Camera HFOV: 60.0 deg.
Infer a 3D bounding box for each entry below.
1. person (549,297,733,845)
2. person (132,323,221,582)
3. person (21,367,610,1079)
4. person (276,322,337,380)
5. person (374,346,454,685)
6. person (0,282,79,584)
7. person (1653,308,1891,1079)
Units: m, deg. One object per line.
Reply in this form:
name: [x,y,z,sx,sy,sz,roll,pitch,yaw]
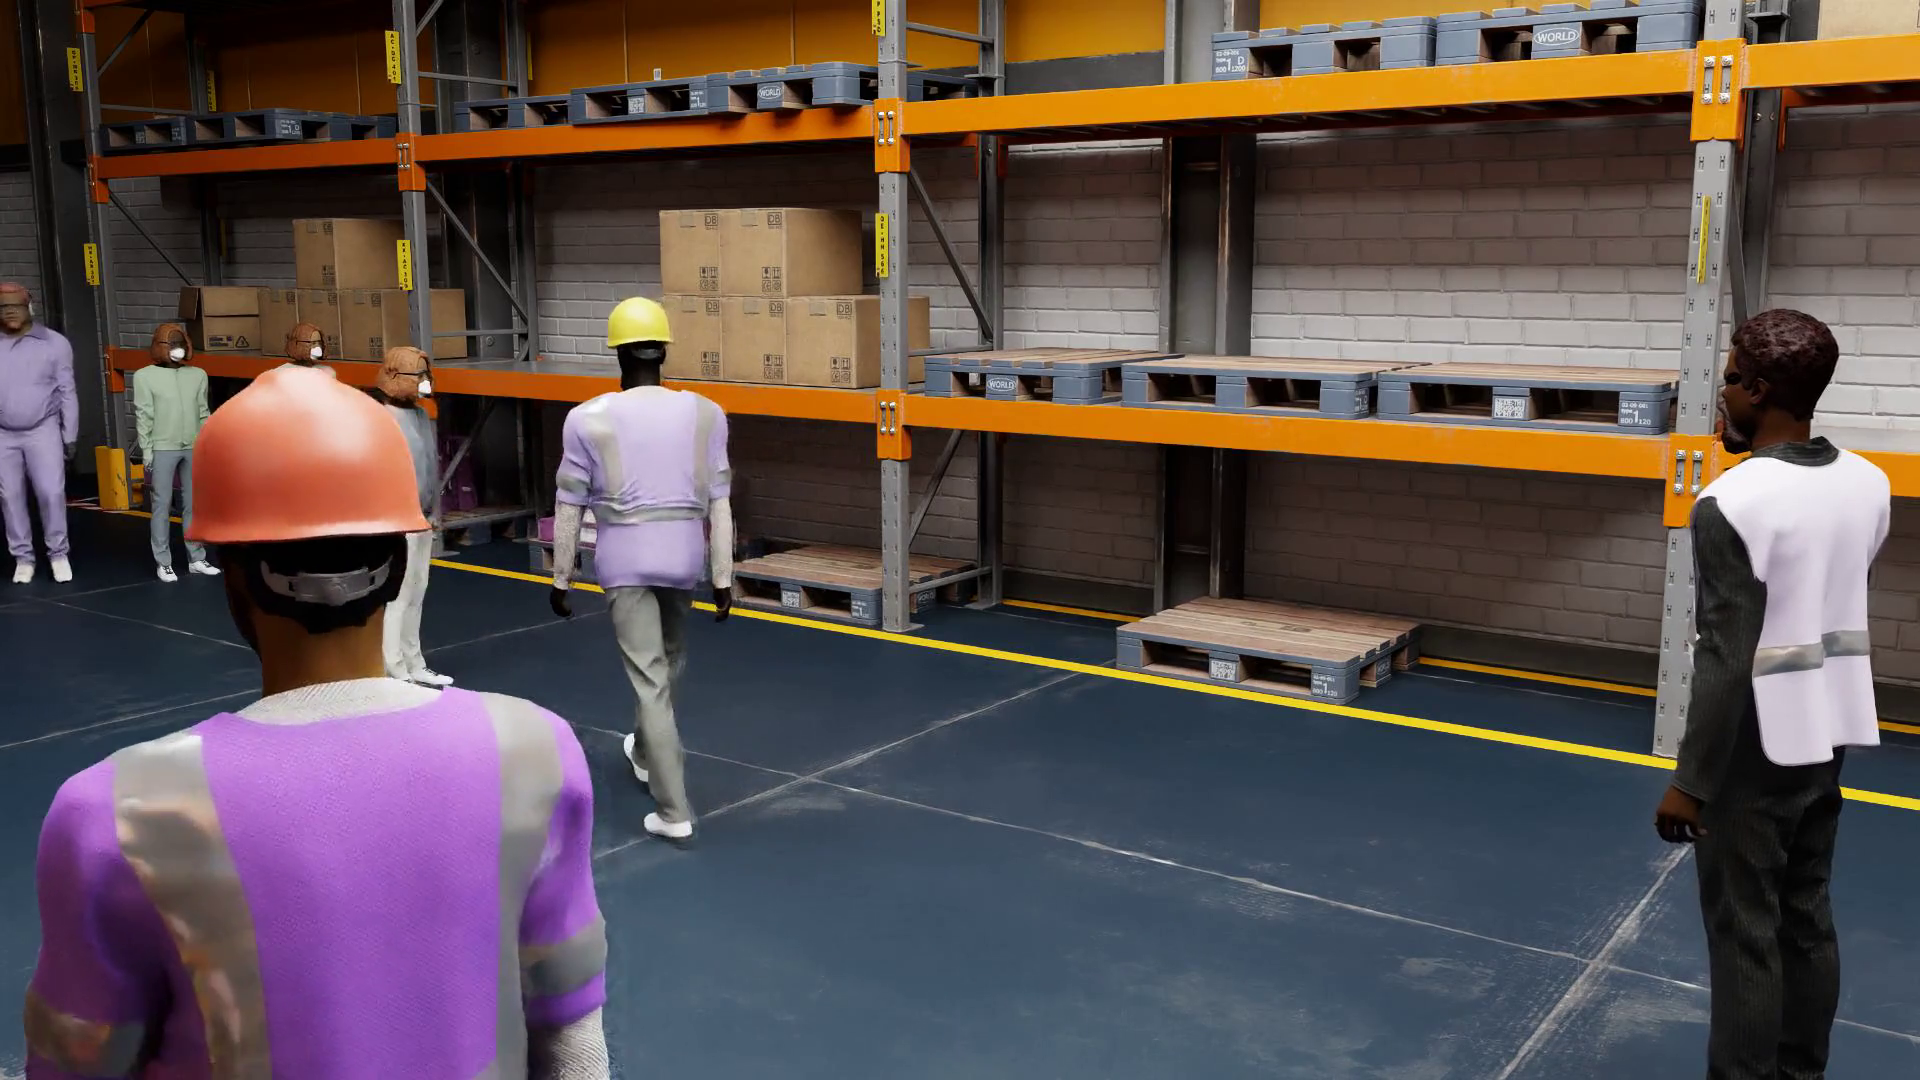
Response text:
person: [-1.164,0.080,5.999,0.613,1.877,0.973,-5,11,-29]
person: [-4.984,-0.560,10.588,0.289,1.633,0.499,6,11,33]
person: [-0.736,0.766,1.877,0.569,1.900,0.868,-8,12,-40]
person: [-4.239,-0.592,10.845,0.277,1.614,0.497,6,11,30]
person: [-2.555,-0.080,7.728,0.266,1.631,0.507,0,10,3]
person: [-5.853,-0.644,10.350,0.657,1.887,0.602,-4,10,-21]
person: [1.779,0.460,3.662,0.587,1.920,0.394,-6,11,-33]
